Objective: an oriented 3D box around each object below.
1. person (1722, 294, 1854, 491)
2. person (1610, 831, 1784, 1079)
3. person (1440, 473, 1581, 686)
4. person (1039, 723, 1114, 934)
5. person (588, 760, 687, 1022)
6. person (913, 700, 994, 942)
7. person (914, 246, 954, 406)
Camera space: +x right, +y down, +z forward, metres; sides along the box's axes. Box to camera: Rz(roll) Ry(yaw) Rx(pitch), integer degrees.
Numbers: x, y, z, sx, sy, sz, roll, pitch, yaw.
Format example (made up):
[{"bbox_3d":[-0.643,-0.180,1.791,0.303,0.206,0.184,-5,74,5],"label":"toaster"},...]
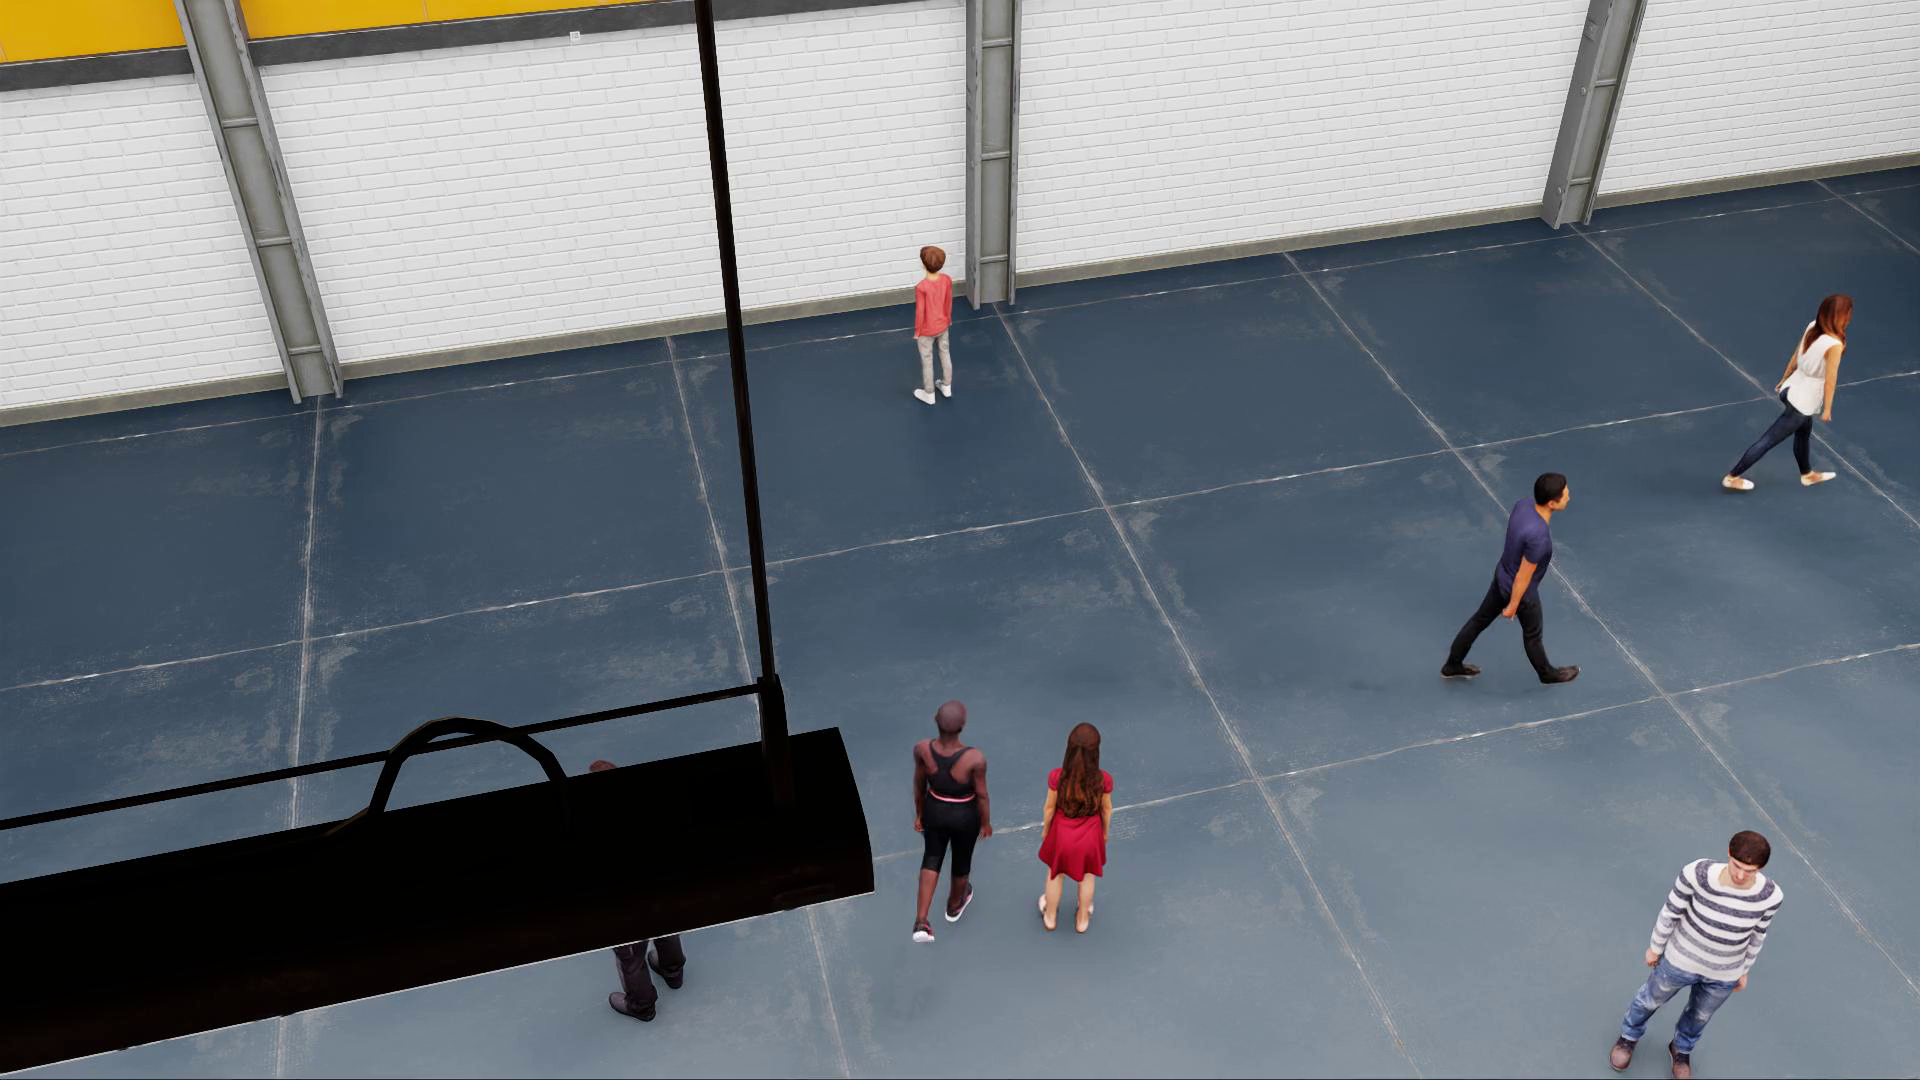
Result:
[{"bbox_3d":[6.283,-1.054,12.616,1.174,1.738,0.821,0,39,0],"label":"person"},{"bbox_3d":[3.815,2.126,8.543,0.670,1.852,0.783,13,40,15],"label":"person"},{"bbox_3d":[3.560,0.292,10.930,1.172,1.738,0.817,-1,39,-1],"label":"person"},{"bbox_3d":[0.652,1.645,9.387,0.612,1.550,0.682,0,39,0],"label":"person"},{"bbox_3d":[-1.755,1.869,8.874,0.850,1.840,0.773,22,44,25],"label":"person"},{"bbox_3d":[-0.086,1.622,9.264,0.952,1.739,0.938,11,40,14],"label":"person"},{"bbox_3d":[-0.220,-1.787,13.791,0.509,1.417,0.639,-25,45,-28],"label":"person"}]
